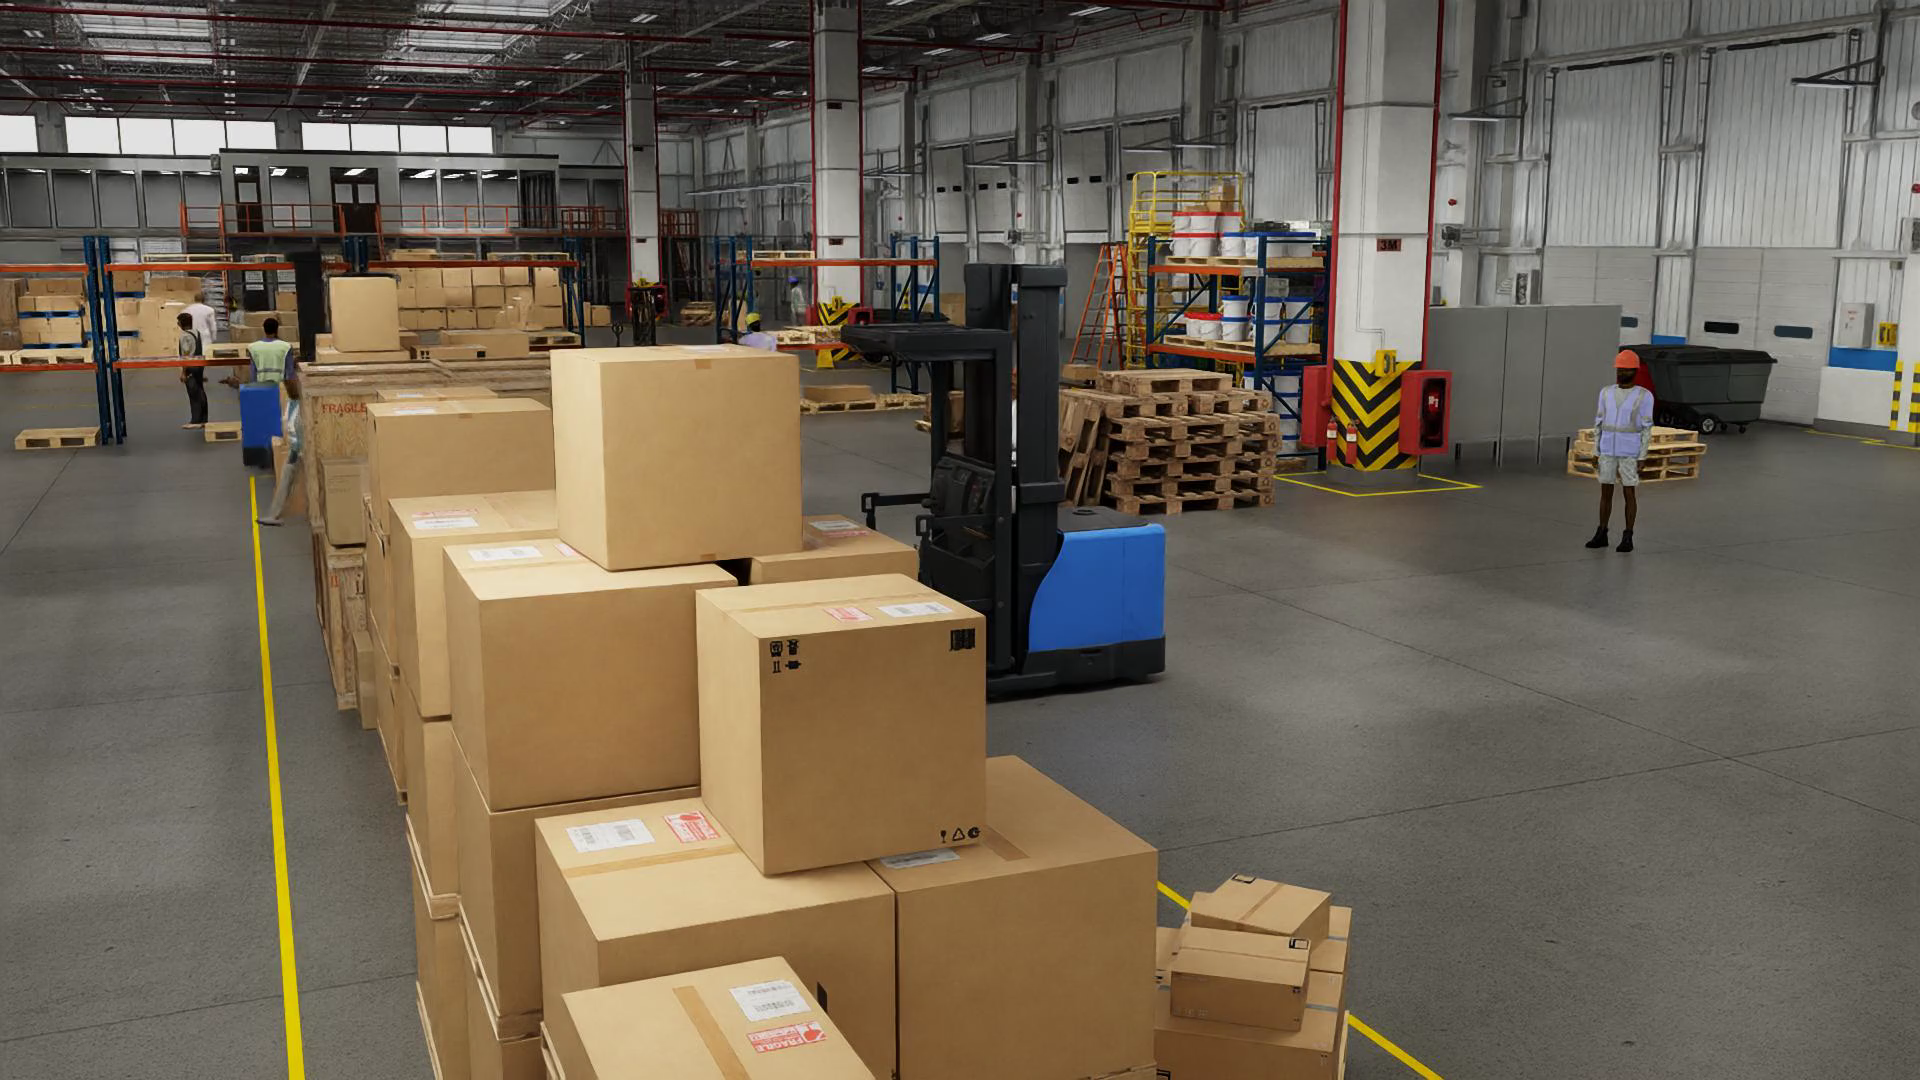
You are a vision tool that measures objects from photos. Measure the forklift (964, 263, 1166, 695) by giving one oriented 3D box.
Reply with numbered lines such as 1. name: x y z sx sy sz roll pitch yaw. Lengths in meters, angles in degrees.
1. forklift: 0.362 -0.447 11.148 1.873 2.768 1.129 -4 11 -23

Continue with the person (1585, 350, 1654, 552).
1. person: 6.345 -0.855 15.989 0.347 1.942 0.545 -10 14 -44

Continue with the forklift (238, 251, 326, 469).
1. forklift: -8.576 -2.418 22.014 1.873 2.768 1.129 -4 11 -23

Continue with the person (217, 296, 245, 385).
1. person: -14.898 -4.129 34.390 0.602 1.813 1.003 8 13 38

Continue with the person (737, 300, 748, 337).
1. person: -4.580 -4.334 35.850 0.631 1.674 0.550 9 14 41

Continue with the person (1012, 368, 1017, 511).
1. person: 0.580 -0.599 14.775 0.351 1.877 0.569 -4 11 -23

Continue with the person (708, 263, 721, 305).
1. person: -11.031 -11.479 74.572 0.683 1.937 0.878 6 12 31

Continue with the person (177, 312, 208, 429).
1. person: -12.124 -2.665 26.245 0.344 1.841 0.504 1 10 6

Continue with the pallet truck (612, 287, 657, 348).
1. pallet truck: -6.464 -4.406 35.401 0.823 1.965 1.885 6 12 32

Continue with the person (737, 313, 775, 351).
1. person: -3.053 -2.464 25.027 0.612 1.870 0.633 0 10 0

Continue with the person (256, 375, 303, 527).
1. person: -6.847 -0.895 17.147 0.520 1.594 0.819 8 13 38

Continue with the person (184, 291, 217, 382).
1. person: -15.778 -4.196 34.515 0.643 1.917 0.763 0 10 -2

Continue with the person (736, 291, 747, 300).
1. person: -5.470 -5.302 41.137 0.874 1.693 0.508 -2 11 -12

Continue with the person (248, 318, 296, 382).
1. person: -9.445 -2.091 22.903 0.592 1.909 0.409 -1 10 -5

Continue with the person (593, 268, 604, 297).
1. person: -14.698 -10.192 67.723 0.429 1.844 0.625 -3 11 -18

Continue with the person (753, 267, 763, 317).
1. person: -7.775 -9.560 64.002 0.371 1.925 0.595 0 10 1

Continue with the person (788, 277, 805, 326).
1. person: -4.569 -6.543 47.420 0.723 1.912 0.629 4 11 21

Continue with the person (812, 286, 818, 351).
1. person: -3.491 -5.629 42.768 0.685 1.772 0.946 -7 12 -34
